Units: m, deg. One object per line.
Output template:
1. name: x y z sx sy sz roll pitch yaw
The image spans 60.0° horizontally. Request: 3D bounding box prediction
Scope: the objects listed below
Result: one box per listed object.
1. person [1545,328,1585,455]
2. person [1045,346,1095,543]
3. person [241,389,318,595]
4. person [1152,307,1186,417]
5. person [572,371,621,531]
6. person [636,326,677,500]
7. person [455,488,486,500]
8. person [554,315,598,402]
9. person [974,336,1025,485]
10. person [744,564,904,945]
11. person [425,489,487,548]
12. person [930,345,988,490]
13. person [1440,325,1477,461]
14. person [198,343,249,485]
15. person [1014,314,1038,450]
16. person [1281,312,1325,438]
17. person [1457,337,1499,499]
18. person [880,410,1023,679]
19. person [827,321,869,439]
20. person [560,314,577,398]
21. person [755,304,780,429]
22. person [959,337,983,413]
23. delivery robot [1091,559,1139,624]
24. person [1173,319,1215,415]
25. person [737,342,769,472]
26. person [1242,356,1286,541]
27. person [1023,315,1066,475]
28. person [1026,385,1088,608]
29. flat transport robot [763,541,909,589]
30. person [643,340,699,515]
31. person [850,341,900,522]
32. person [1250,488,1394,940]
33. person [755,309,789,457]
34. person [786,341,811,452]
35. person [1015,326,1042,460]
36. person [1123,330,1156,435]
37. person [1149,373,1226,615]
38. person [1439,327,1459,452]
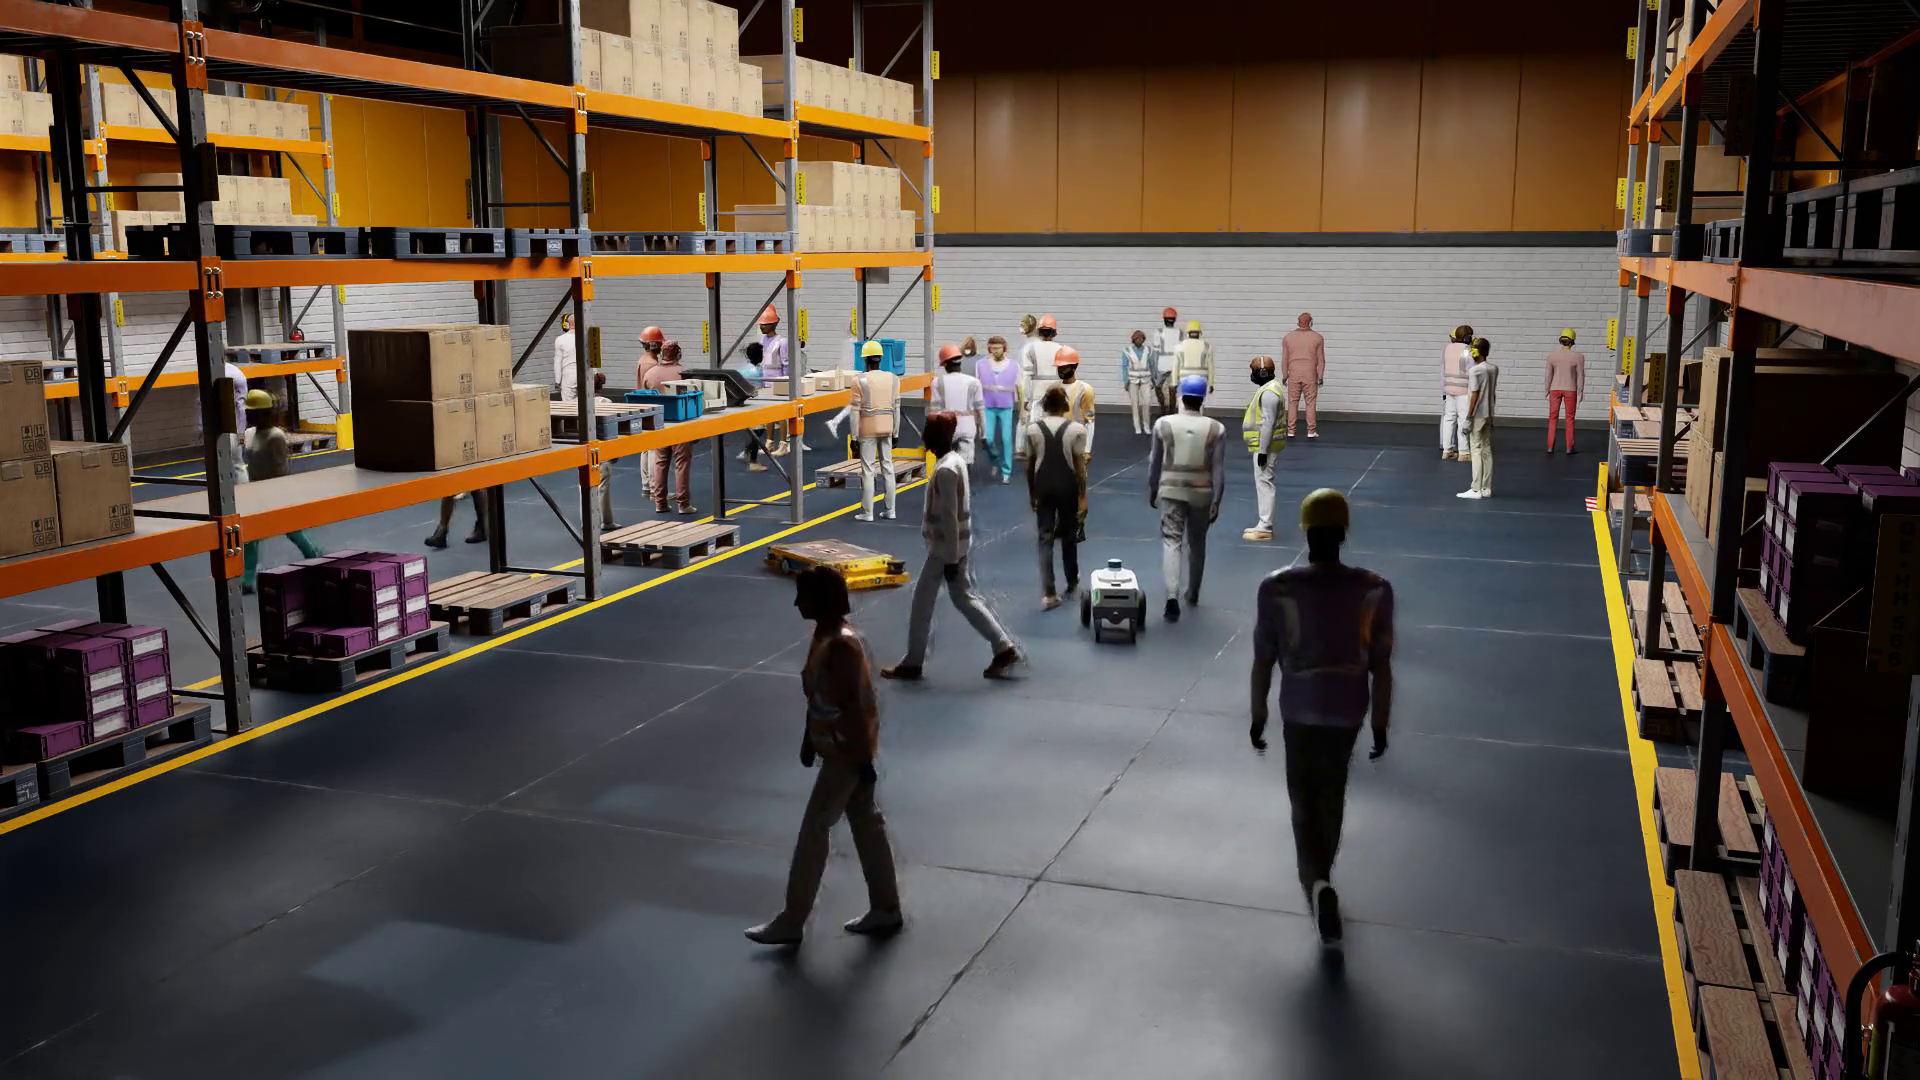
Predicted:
1. person: 8.468 -2.080 23.310 0.533 1.767 0.325 6 12 30
2. person: 1.049 -0.935 16.374 0.552 1.936 0.358 7 12 36
3. person: -5.824 -0.422 14.084 0.530 1.726 0.905 6 11 29
4. person: 3.382 -2.814 27.005 0.566 1.917 0.423 -2 10 -11
5. person: -3.747 -0.912 17.089 0.523 1.638 0.310 4 11 22
6. person: -3.520 -1.455 19.136 0.375 1.997 0.612 -5 11 -27
7. person: -5.692 -1.307 19.201 0.537 1.683 0.469 2 10 9
8. person: -5.699 -2.384 24.671 0.651 1.896 0.402 -6 12 -30
9. person: 0.485 -1.588 20.374 0.673 1.823 0.439 2 10 9
10. person: -0.596 0.895 6.970 0.777 1.601 0.546 -2 10 -9
11. person: -4.864 -0.869 16.096 0.568 1.899 0.814 3 11 16
12. person: -0.012 -1.128 17.648 0.612 1.863 0.961 0 10 0
13. person: 6.821 -1.999 22.638 0.429 1.842 0.634 -6 12 -30
14. person: -7.886 -1.190 17.808 0.635 1.937 0.352 5 11 25
15. person: 1.024 -2.255 23.812 0.351 1.936 0.634 -4 11 -23
16. person: 5.213 -2.498 25.265 0.644 1.907 0.399 4 11 21
17. person: 5.996 -1.401 19.224 0.555 1.863 0.320 -8 13 -38
18. person: -0.035 0.041 11.150 0.936 1.849 0.589 1 10 6
19. person: -1.672 -2.410 24.999 0.725 1.838 0.541 -5 11 -28
20. person: -6.011 -2.550 25.682 0.328 1.865 0.508 3 11 17
21. person: -3.080 -2.766 26.553 0.392 1.985 0.609 -2 10 -10
22. person: 0.074 -2.173 24.313 0.554 1.578 0.846 1 10 7
23. delivery robot: 1.165 0.389 12.548 0.477 0.478 0.707 1 10 3
24. person: 3.487 -2.376 24.808 0.614 1.827 0.431 2 10 14
25. person: -2.634 -1.709 21.450 0.371 1.680 0.547 -4 11 -24
26. person: 3.022 -0.911 16.563 0.429 1.831 0.631 1 10 8
27. person: 1.102 -1.834 21.137 0.605 2.045 0.377 1 10 4
28. person: 0.807 -0.376 13.658 0.529 1.780 1.005 2 10 12
29. flat transport robot: -1.110 0.200 14.675 0.652 0.197 1.431 -7 12 -35
30. person: -3.127 -1.231 18.170 0.646 1.901 0.402 4 11 21
31. person: -0.911 -1.151 17.655 0.588 1.918 0.396 -6 12 -32
32. person: 1.570 0.729 7.184 0.595 1.887 0.894 0 10 1
33. person: -2.613 -2.161 22.989 0.614 2.039 0.387 9 14 42
34. person: -2.317 -2.115 23.564 0.290 1.746 0.487 7 12 34
35. person: 1.099 -2.032 22.715 1.036 1.881 0.651 -9 14 -42
36. person: 2.767 -2.416 25.601 0.531 1.609 0.582 0 10 -1
37. person: 1.814 -0.368 13.287 0.603 1.915 0.948 1 10 4
38. person: 7.022 -2.130 23.587 0.330 1.769 0.526 -1 10 -6
